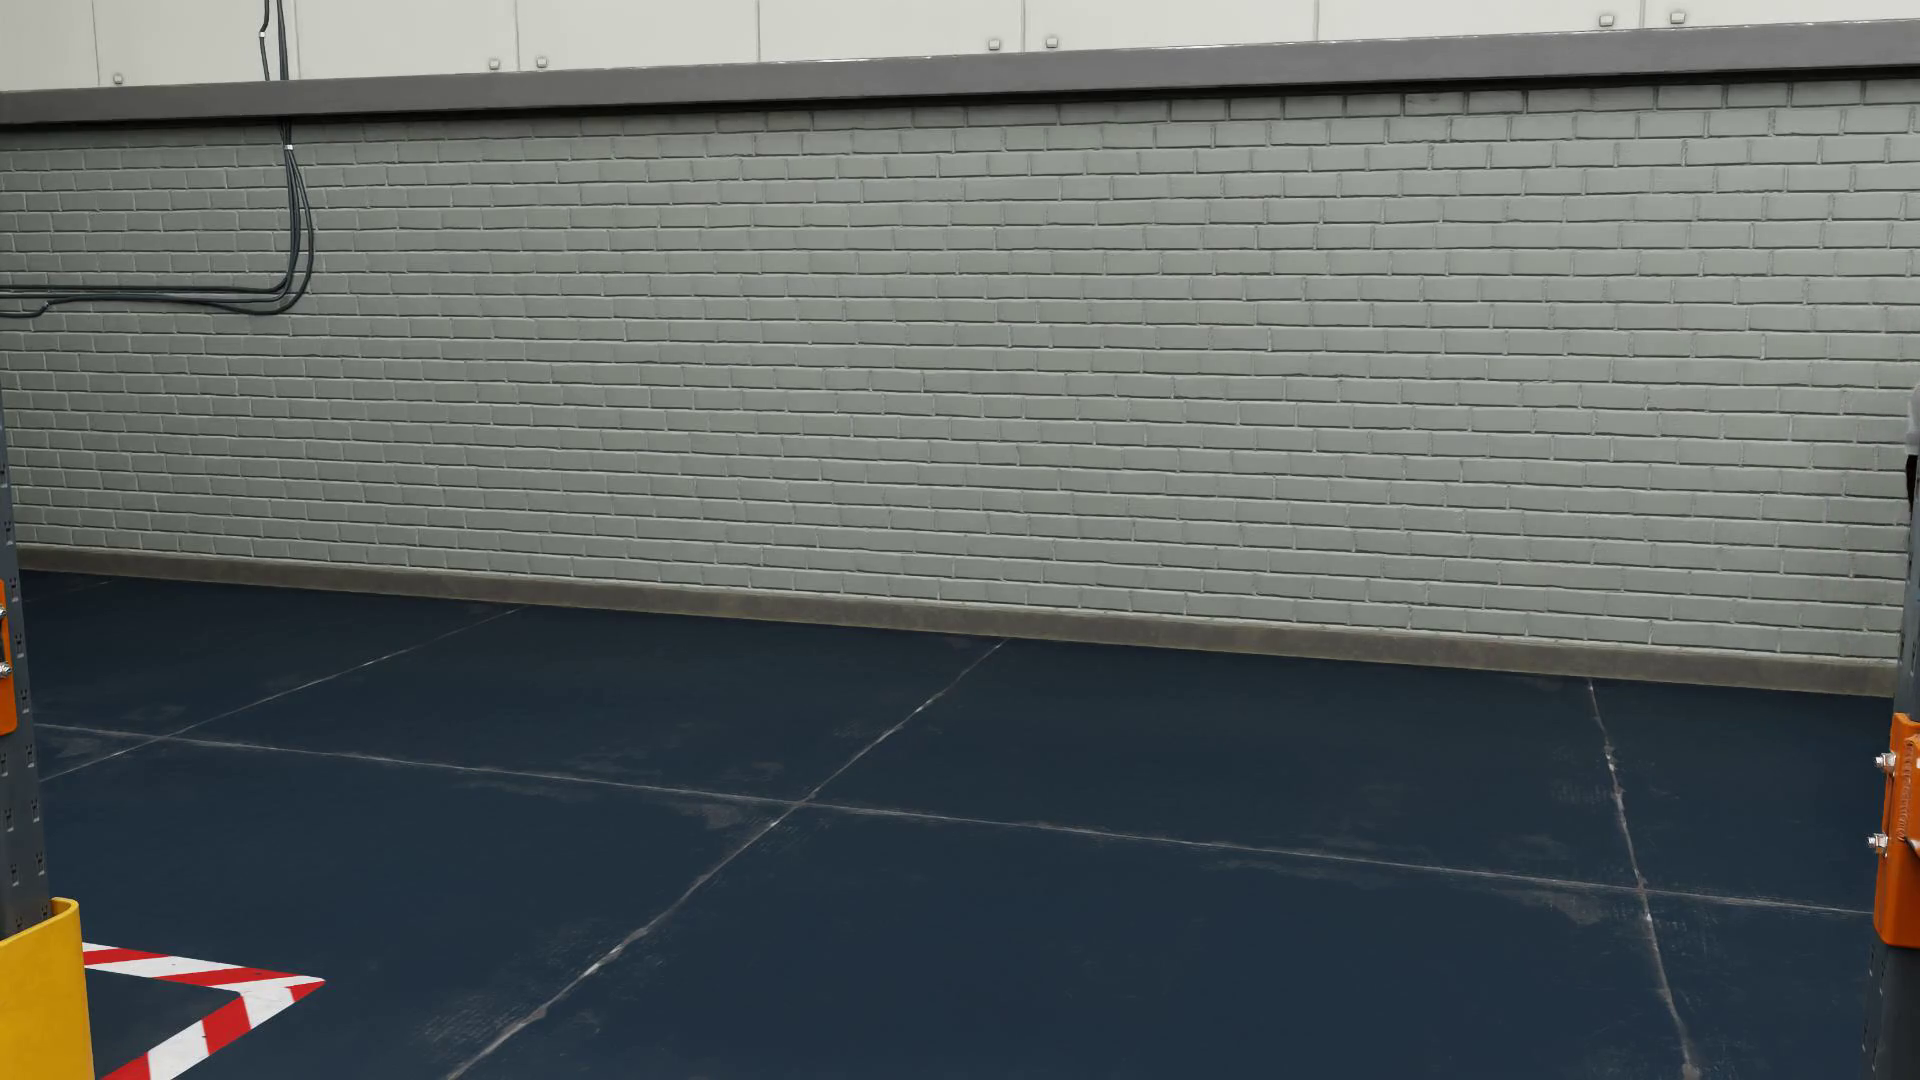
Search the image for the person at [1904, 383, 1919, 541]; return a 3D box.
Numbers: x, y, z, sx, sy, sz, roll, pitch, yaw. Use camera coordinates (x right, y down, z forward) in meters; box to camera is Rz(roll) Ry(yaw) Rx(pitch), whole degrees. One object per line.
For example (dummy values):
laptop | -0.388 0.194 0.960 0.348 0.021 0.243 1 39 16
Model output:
person | 4.248 -0.072 6.985 0.361 1.963 0.613 -2 10 -14
